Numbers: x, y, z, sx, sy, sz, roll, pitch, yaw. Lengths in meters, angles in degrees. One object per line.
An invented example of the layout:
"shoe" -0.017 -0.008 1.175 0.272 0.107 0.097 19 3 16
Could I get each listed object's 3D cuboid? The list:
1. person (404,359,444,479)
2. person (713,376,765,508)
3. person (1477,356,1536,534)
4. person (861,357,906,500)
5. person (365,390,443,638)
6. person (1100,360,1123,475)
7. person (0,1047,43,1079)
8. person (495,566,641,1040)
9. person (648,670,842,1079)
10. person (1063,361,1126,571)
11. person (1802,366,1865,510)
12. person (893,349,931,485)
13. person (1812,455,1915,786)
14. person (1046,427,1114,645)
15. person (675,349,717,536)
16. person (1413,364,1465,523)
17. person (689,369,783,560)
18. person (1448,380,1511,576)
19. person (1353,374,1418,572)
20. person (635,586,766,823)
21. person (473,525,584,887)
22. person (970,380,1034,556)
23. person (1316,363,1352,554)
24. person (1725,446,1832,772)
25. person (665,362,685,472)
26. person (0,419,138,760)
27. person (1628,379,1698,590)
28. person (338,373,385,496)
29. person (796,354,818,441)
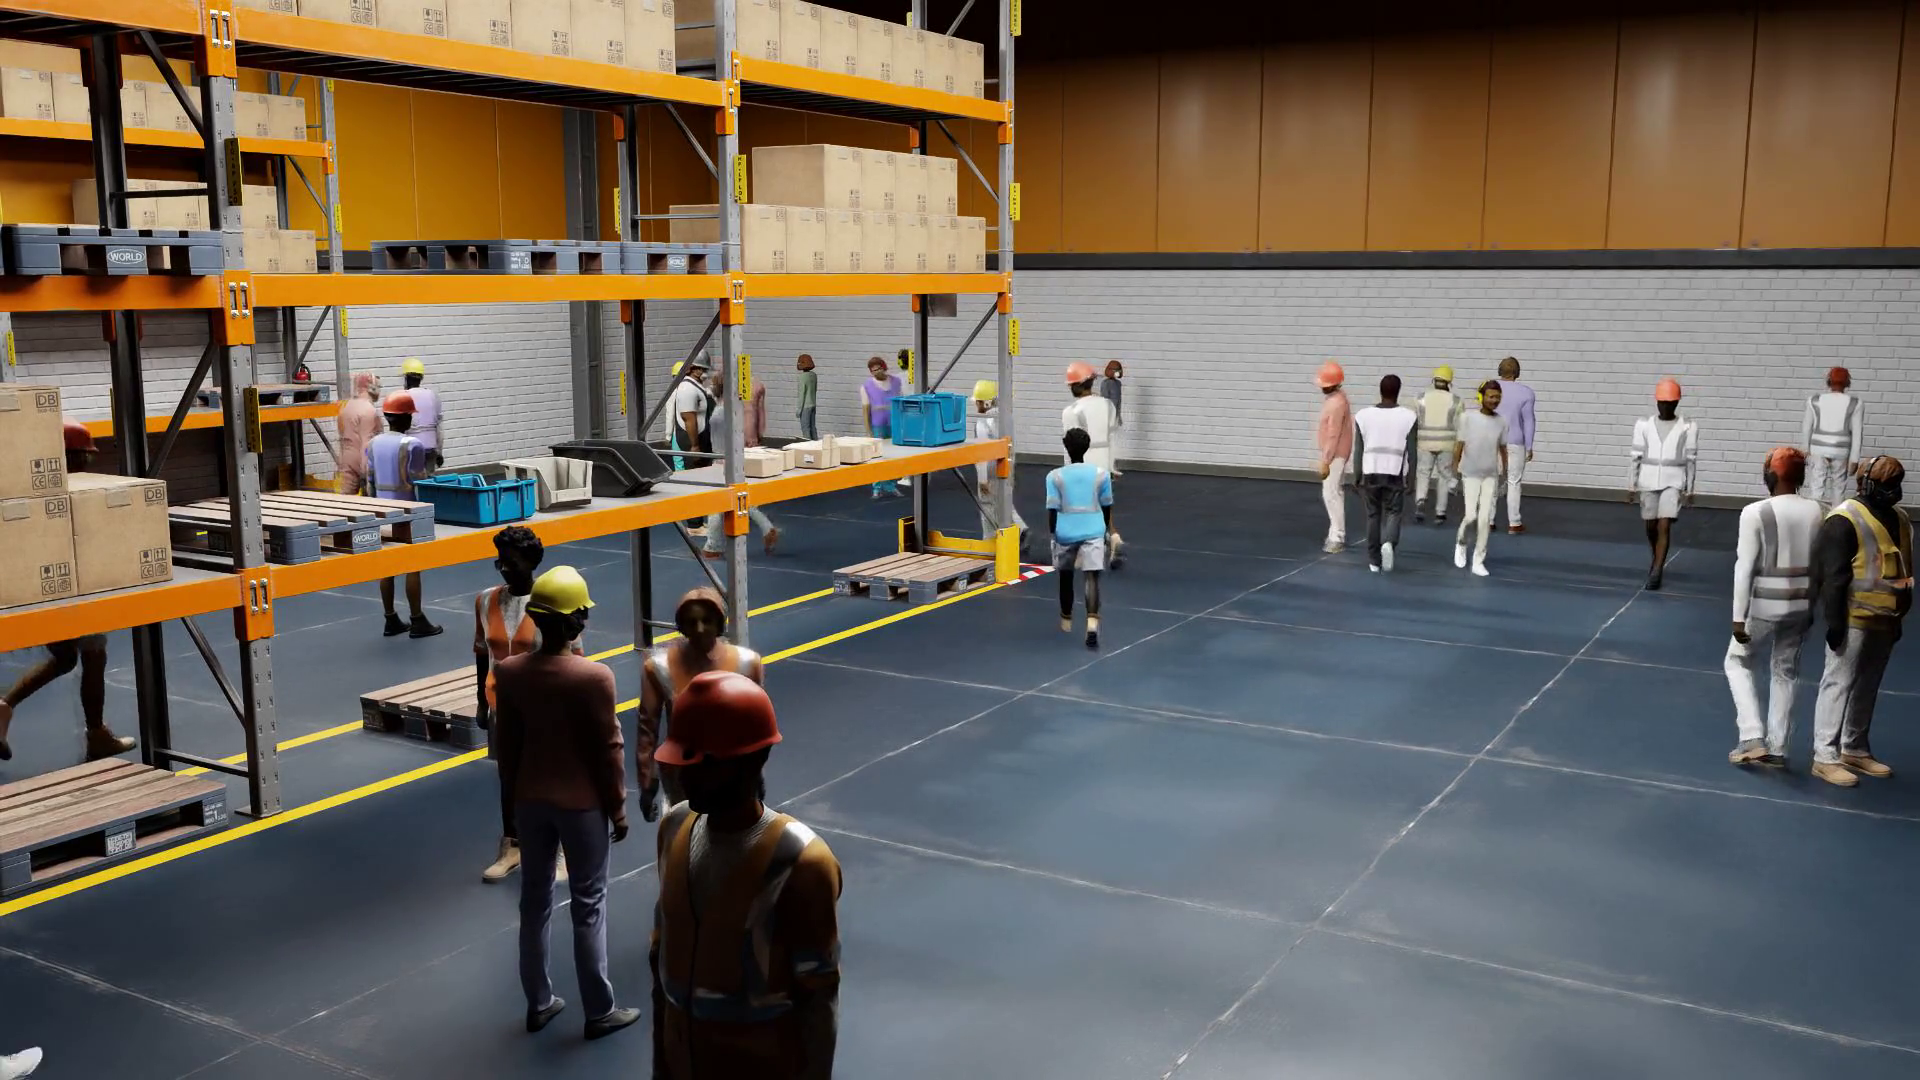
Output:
"person" -5.860 -0.979 17.974 0.396 1.904 0.628 7 11 37
"person" -2.669 -1.299 20.053 0.660 1.883 0.433 -4 10 -23
"person" 5.956 -1.030 18.165 0.627 1.941 0.373 6 11 35
"person" -0.972 -1.407 20.933 0.633 1.808 0.401 -6 11 -32
"person" -4.354 -0.201 12.991 0.546 1.939 0.375 4 10 23
"person" 2.130 -1.702 23.312 0.282 1.631 0.503 6 11 33
"person" -3.525 1.122 5.462 0.492 1.710 0.842 4 10 22
"person" -1.471 0.974 6.196 0.524 1.769 0.325 4 10 21
"person" -0.535 1.253 3.918 0.543 1.939 0.360 6 11 34
"person" 1.264 -0.669 15.666 0.644 2.024 0.701 -6 11 -34
"person" 9.366 -0.939 17.884 0.594 1.879 0.536 6 11 33
"person" -0.655 -1.616 22.125 0.498 1.847 0.662 -5 10 -29
"person" 5.060 0.442 9.283 0.630 1.842 0.429 -5 10 -29
"person" 0.926 -0.038 12.841 0.522 1.670 0.837 0 9 2
"person" -2.823 -1.072 18.109 0.535 2.000 0.674 -1 9 -6
"person" 5.403 -1.075 18.819 0.607 1.818 0.611 4 10 25
"person" -2.238 -0.743 16.486 0.844 1.913 0.637 0 9 1
"person" 4.883 -0.586 15.645 0.558 1.855 0.433 -1 9 -3
"person" 4.005 -0.613 15.709 0.594 1.897 0.648 3 10 17
"person" -1.034 0.978 6.704 0.528 1.591 0.795 -2 9 -10
"person" -2.005 0.767 7.702 0.540 1.695 0.317 2 9 14
"person" 0.400 -0.677 16.388 0.635 1.805 0.613 7 12 39
"person" 3.817 -0.854 17.081 0.390 1.950 0.754 2 9 11
"person" 4.648 0.395 9.485 0.606 1.868 0.404 -1 9 -6
"person" -3.382 -1.292 20.332 0.307 1.772 0.525 9 12 43
"person" -5.235 0.316 9.547 0.648 2.014 0.743 7 11 35
"person" 6.434 -0.534 15.215 0.553 1.904 0.946 6 11 33
"person" -6.004 -0.763 16.824 1.034 1.841 0.657 -8 12 -41
"person" -2.307 -1.971 24.991 0.286 1.633 0.499 4 10 22
